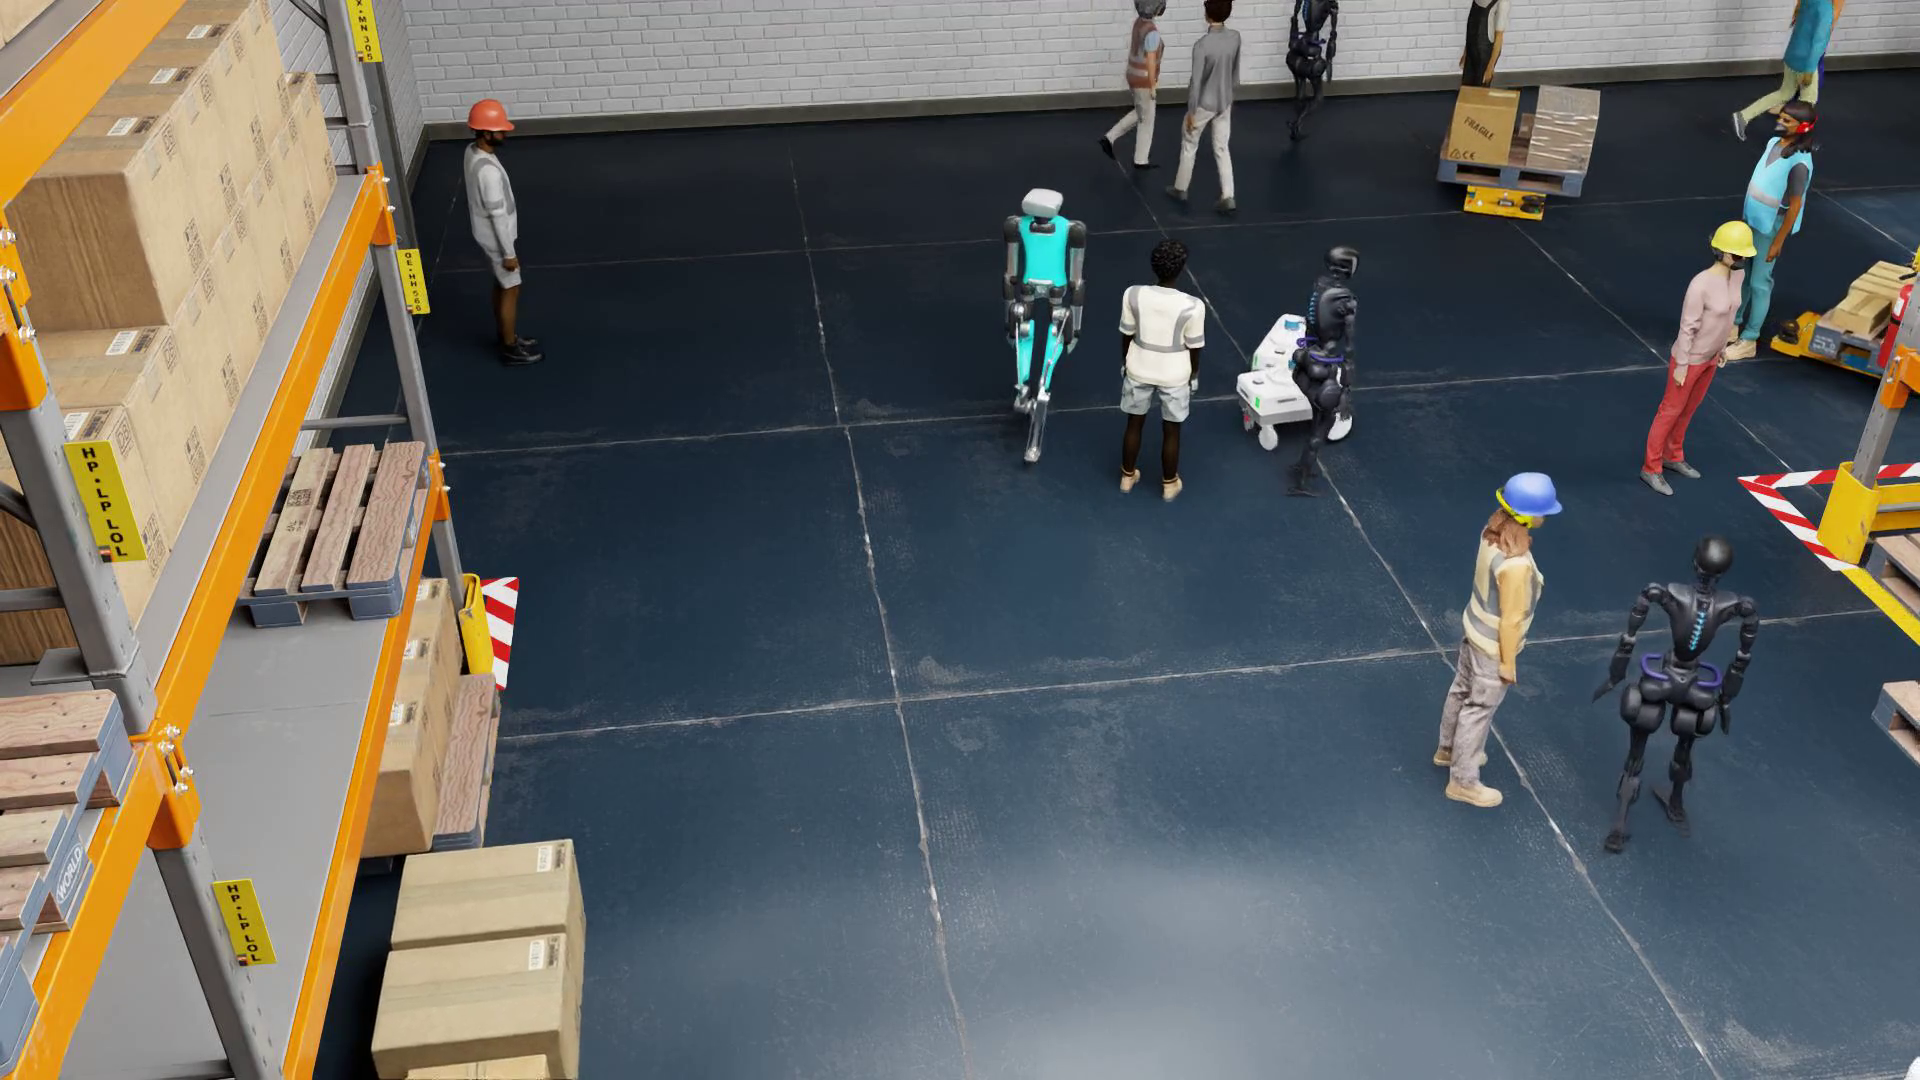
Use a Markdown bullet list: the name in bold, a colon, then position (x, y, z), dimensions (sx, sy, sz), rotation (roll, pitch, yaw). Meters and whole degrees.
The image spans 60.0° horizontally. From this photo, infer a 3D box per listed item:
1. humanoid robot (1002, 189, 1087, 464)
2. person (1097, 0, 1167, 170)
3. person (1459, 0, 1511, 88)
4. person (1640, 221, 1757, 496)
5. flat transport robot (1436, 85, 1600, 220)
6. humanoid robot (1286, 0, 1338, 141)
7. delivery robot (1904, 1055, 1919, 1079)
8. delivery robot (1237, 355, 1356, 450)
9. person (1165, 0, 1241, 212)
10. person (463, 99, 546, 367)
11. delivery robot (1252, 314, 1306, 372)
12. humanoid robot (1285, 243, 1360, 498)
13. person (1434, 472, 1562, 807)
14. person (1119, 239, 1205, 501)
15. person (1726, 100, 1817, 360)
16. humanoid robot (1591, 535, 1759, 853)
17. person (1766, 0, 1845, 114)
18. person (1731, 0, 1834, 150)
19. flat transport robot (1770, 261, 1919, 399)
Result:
- **humanoid robot**: position (0.473, -1.282, 10.503), dimensions (0.548, 1.757, 1.018), rotation (8, 34, 13)
- **person**: position (1.570, -4.118, 14.877), dimensions (0.499, 1.675, 0.436), rotation (-5, 34, -8)
- **person**: position (4.730, -4.379, 15.135), dimensions (0.344, 1.839, 0.499), rotation (-8, 34, -12)
- **person**: position (4.548, -1.123, 10.204), dimensions (0.525, 1.768, 0.312), rotation (-24, 40, -31)
- **flat transport robot**: position (4.873, -3.201, 14.758), dimensions (0.659, 0.231, 1.431), rotation (11, 35, 16)
- **humanoid robot**: position (3.207, -4.537, 15.522), dimensions (0.455, 1.646, 0.593), rotation (-21, 39, -29)
- **delivery robot**: position (3.735, 2.273, 6.125), dimensions (0.499, 0.613, 0.814), rotation (3, 33, 5)
- **delivery robot**: position (2.230, -0.939, 11.029), dimensions (0.766, 0.594, 0.525), rotation (-9, 34, -13)
- **person**: position (2.129, -3.708, 14.067), dimensions (0.561, 1.871, 0.813), rotation (-15, 36, -21)
- **person**: position (-3.197, -2.128, 11.602), dimensions (0.379, 1.926, 0.547), rotation (-15, 36, -21)
- **delivery robot**: position (2.277, -1.274, 11.535), dimensions (0.499, 0.586, 0.780), rotation (15, 36, 21)
- **humanoid robot**: position (2.217, -1.019, 10.125), dimensions (0.356, 1.645, 0.589), rotation (-10, 34, -14)
- **person**: position (2.520, 0.453, 7.777), dimensions (0.325, 1.775, 0.479), rotation (1, 33, 2)
- **person**: position (1.213, -1.019, 10.113), dimensions (0.532, 1.691, 0.320), rotation (13, 35, 20)
- **person**: position (5.676, -2.186, 11.742), dimensions (0.385, 1.865, 0.538), rotation (-3, 33, -5)
- **humanoid robot**: position (3.222, 0.672, 7.569), dimensions (0.601, 1.642, 0.568), rotation (9, 34, 14)
- **person**: position (8.238, -5.046, 16.034), dimensions (0.405, 1.972, 0.518), rotation (-11, 35, -16)
- **person**: position (7.736, -4.460, 15.364), dimensions (0.729, 1.715, 0.593), rotation (3, 33, 4)
- **flat transport robot**: position (6.652, -1.325, 11.883), dimensions (1.431, 0.231, 0.659), rotation (28, 42, 36)
